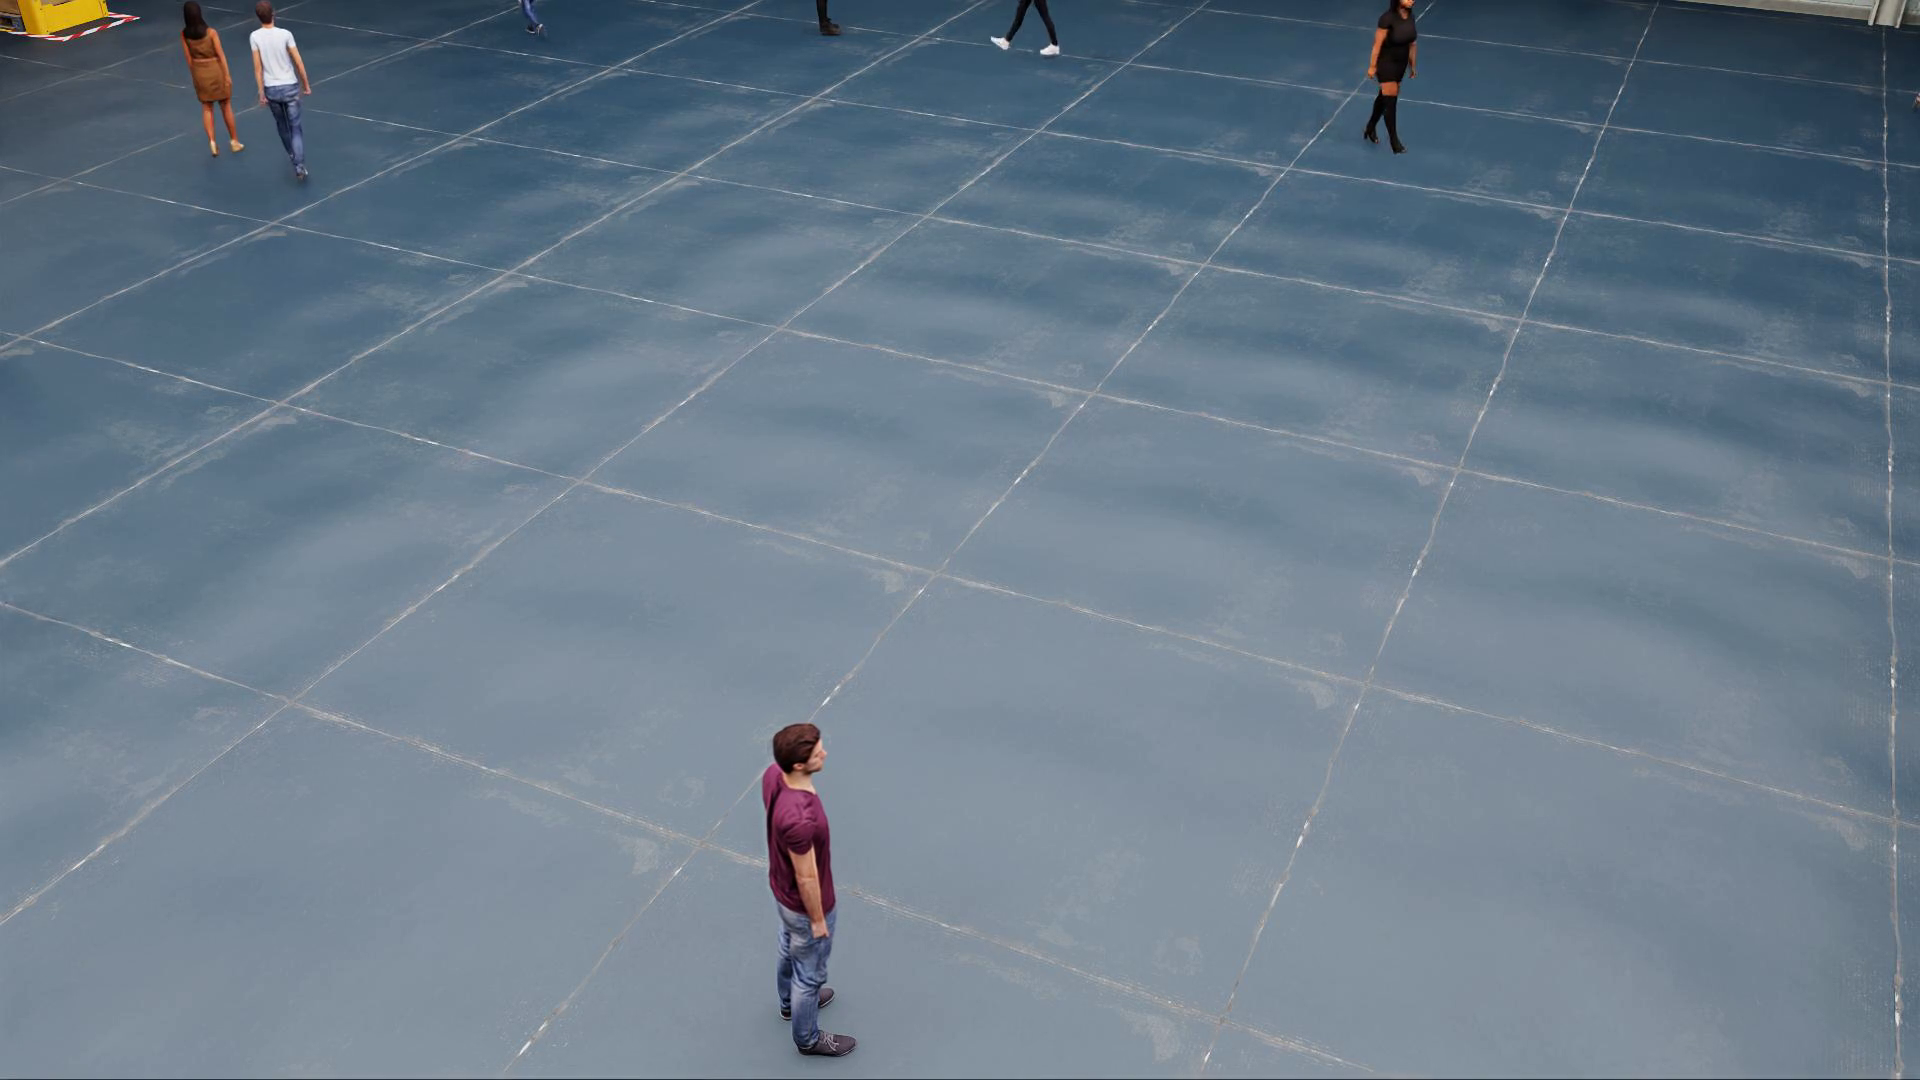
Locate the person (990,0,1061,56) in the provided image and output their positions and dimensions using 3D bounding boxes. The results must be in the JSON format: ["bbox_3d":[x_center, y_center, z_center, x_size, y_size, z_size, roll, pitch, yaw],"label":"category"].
[{"bbox_3d":[1.062,-7.107,21.572,1.224,1.688,0.891,2,32,4],"label":"person"}]

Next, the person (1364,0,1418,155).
[{"bbox_3d":[4.745,-5.274,18.546,1.049,1.817,1.190,-17,36,-25],"label":"person"}]

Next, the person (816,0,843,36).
[{"bbox_3d":[-1.862,-7.793,22.574,0.765,1.781,0.732,-4,32,-6],"label":"person"}]

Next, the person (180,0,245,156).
[{"bbox_3d":[-8.306,-5.107,18.402,0.642,1.689,0.731,-3,32,-4],"label":"person"}]

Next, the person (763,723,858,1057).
[{"bbox_3d":[-0.728,1.587,7.639,0.780,1.851,0.719,-11,34,-17],"label":"person"}]

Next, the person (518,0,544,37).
[{"bbox_3d":[-5.847,-7.410,22.608,0.783,1.097,0.582,27,41,36],"label":"person"}]

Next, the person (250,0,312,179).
[{"bbox_3d":[-7.211,-4.747,17.711,1.210,1.816,1.220,-8,33,-13],"label":"person"}]
